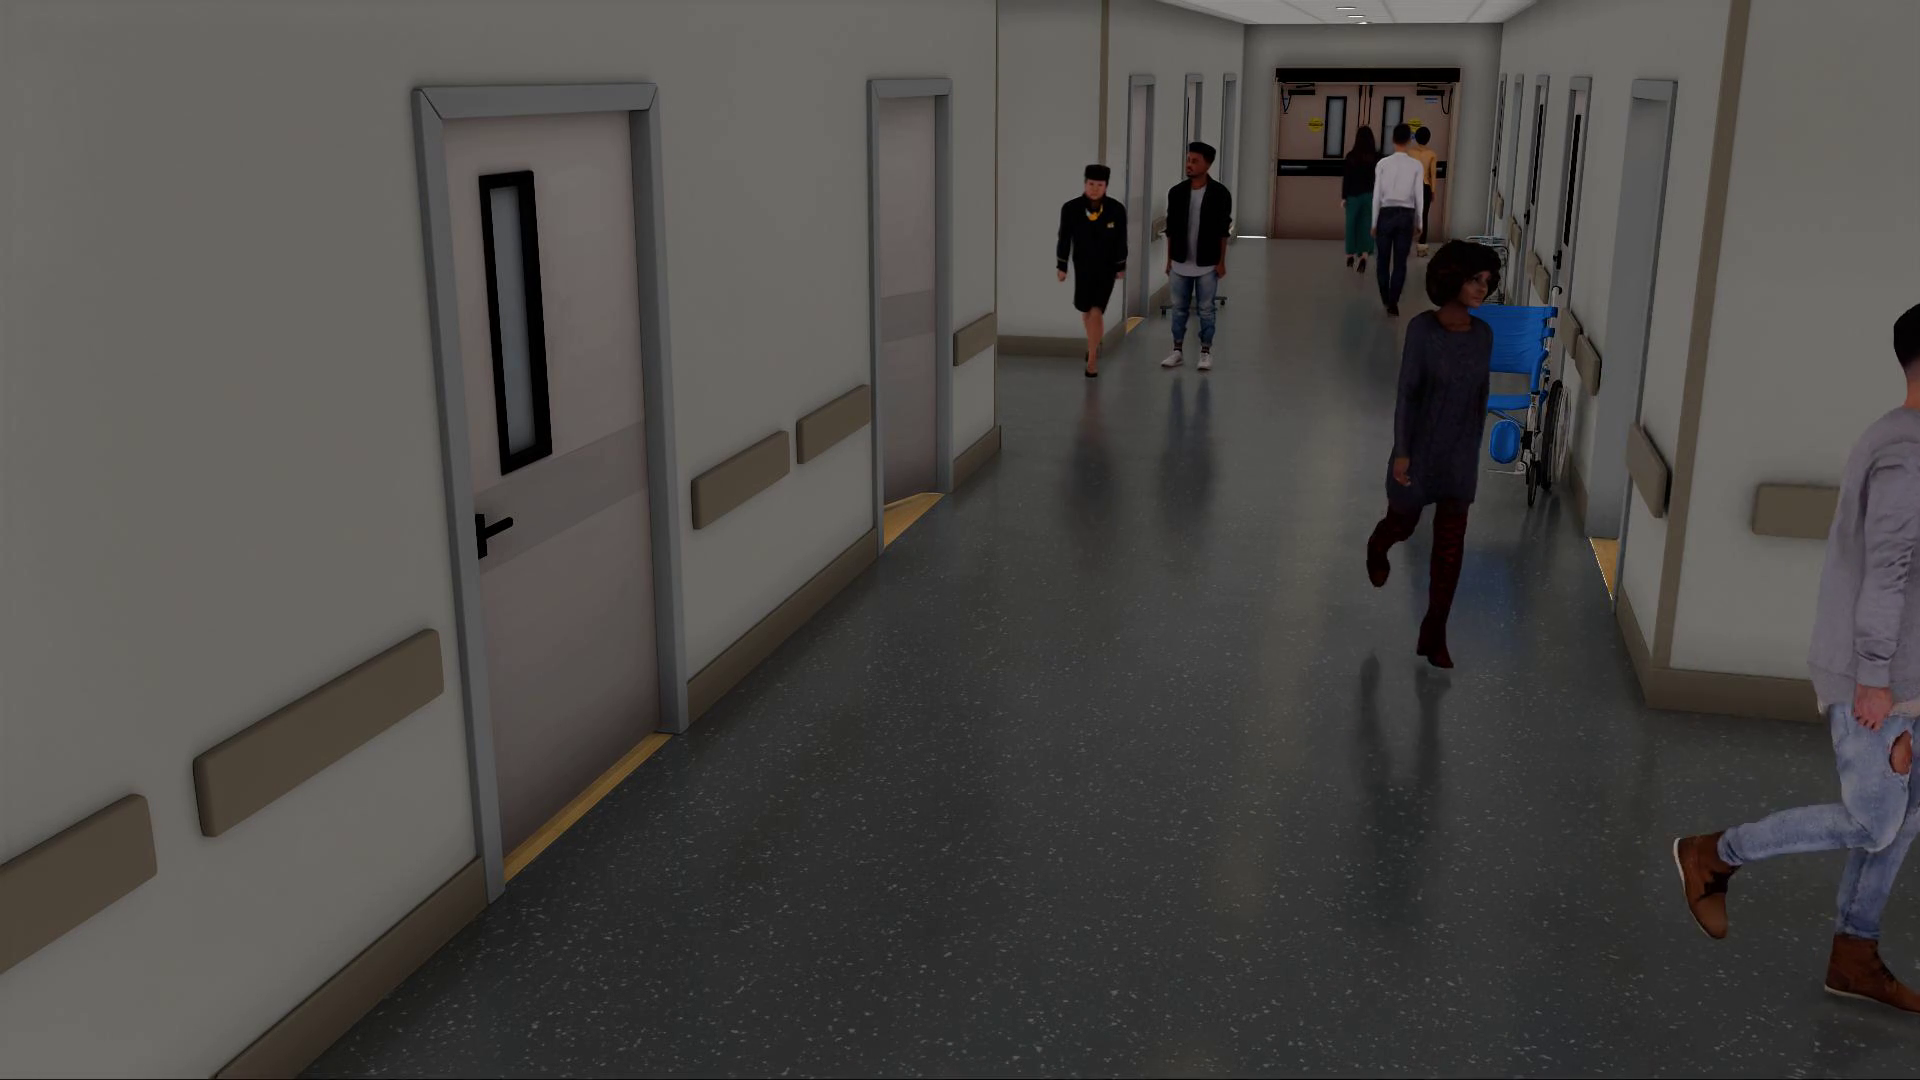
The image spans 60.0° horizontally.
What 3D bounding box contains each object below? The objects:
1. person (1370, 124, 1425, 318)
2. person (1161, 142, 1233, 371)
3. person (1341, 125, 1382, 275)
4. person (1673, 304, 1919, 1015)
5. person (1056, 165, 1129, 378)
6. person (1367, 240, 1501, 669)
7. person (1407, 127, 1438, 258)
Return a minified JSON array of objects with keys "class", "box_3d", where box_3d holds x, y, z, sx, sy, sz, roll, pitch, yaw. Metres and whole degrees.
[{"class":"person","box_3d":[4.216,-3.053,16.101,0.685,1.822,1.211,5,17,18]},{"class":"person","box_3d":[1.922,-2.306,13.476,0.739,1.809,0.671,8,17,25]},{"class":"person","box_3d":[4.699,-3.921,19.421,0.685,1.691,1.099,2,16,9]},{"class":"person","box_3d":[2.236,0.310,4.207,0.959,1.803,0.982,13,20,38]},{"class":"person","box_3d":[1.067,-2.090,13.093,0.729,1.601,1.185,4,16,15]},{"class":"person","box_3d":[1.898,-0.357,6.792,0.857,1.684,1.115,-2,16,-7]},{"class":"person","box_3d":[5.980,-4.549,21.707,0.578,1.659,0.542,5,17,18]}]
